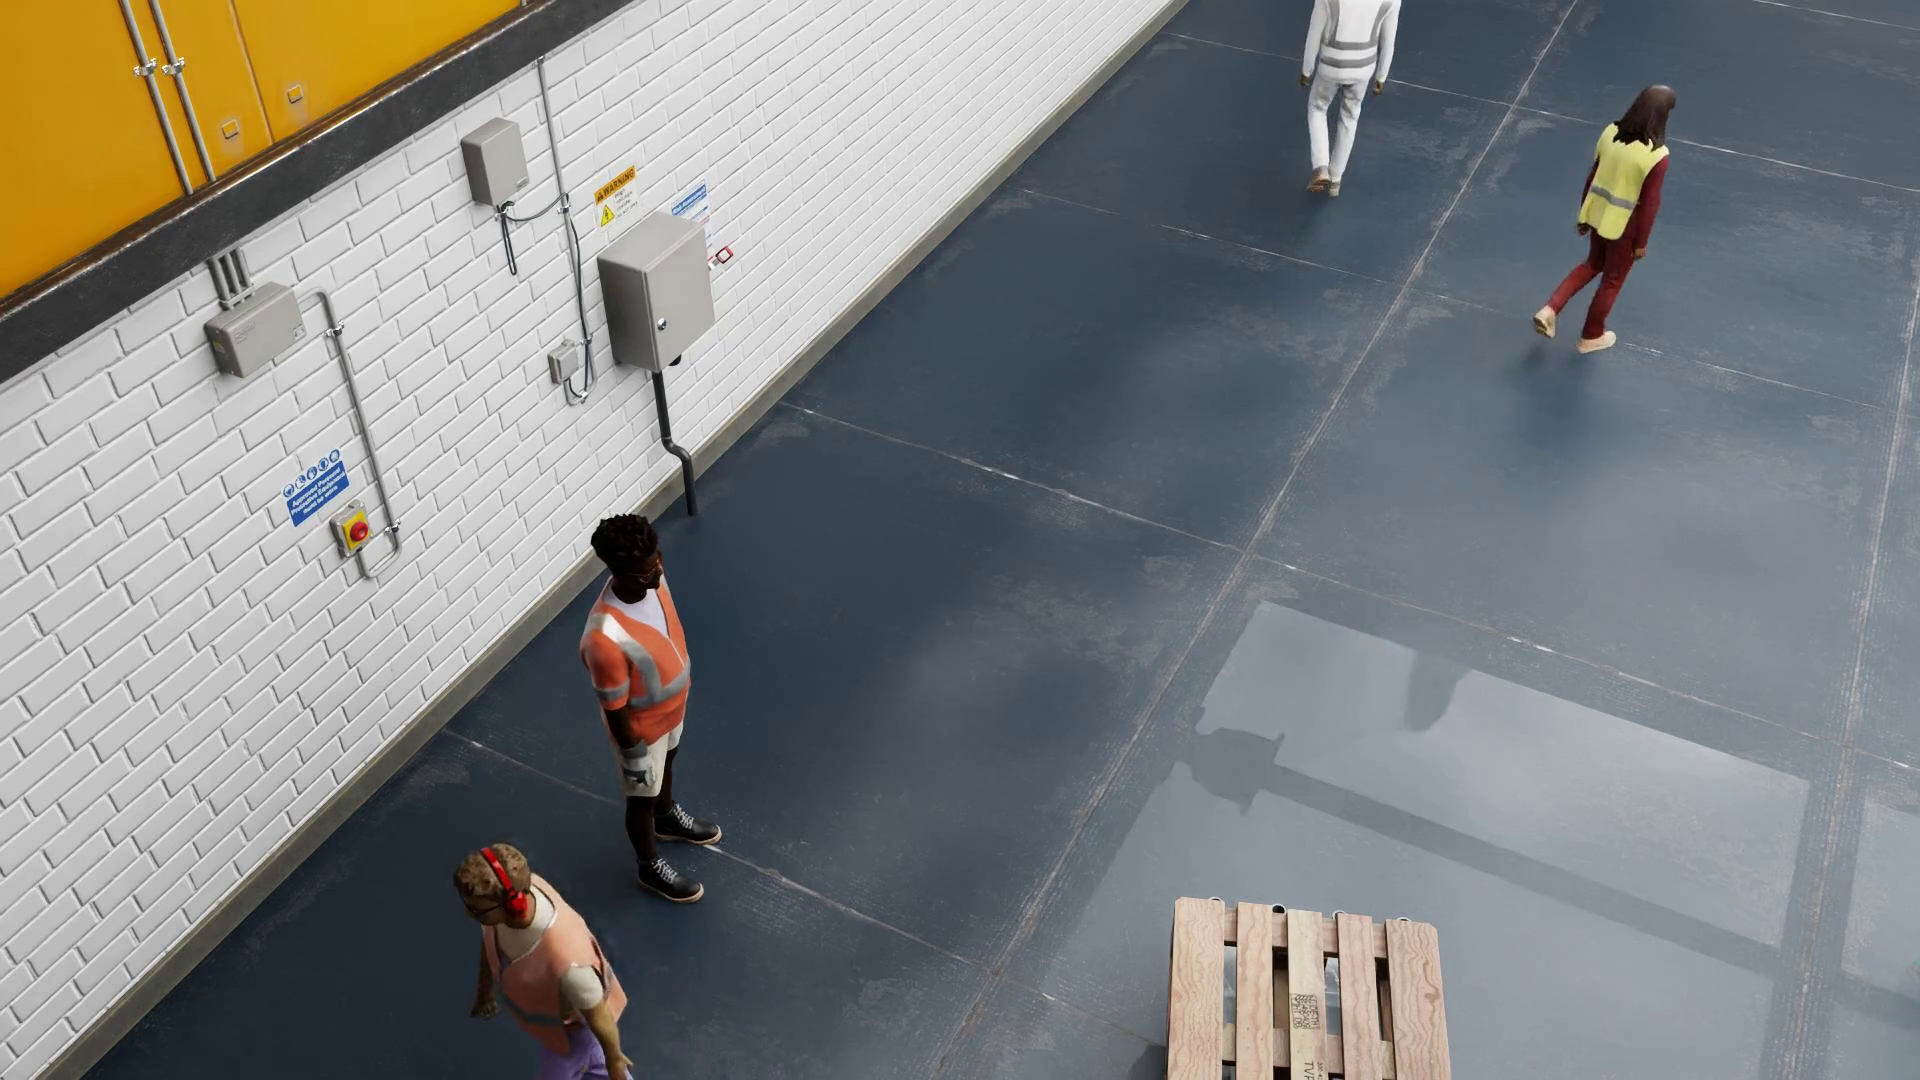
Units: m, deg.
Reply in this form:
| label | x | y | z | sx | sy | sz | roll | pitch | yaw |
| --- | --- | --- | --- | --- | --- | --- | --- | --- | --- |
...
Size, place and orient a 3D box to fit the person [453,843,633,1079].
| label | x | y | z | sx | sy | sz | roll | pitch | yaw |
| --- | --- | --- | --- | --- | --- | --- | --- | --- | --- |
| person | -1.474 | 1.690 | 5.689 | 0.805 | 1.813 | 0.595 | -29 | 48 | -29 |

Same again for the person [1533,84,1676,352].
| label | x | y | z | sx | sy | sz | roll | pitch | yaw |
| --- | --- | --- | --- | --- | --- | --- | --- | --- | --- |
| person | 3.847 | -1.858 | 9.854 | 0.509 | 1.755 | 0.468 | -16 | 43 | -18 |

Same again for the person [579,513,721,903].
| label | x | y | z | sx | sy | sz | roll | pitch | yaw |
| --- | --- | --- | --- | --- | --- | --- | --- | --- | --- |
| person | -1.260 | 0.675 | 6.757 | 0.368 | 1.966 | 0.600 | 7 | 41 | 8 |

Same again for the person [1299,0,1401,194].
| label | x | y | z | sx | sy | sz | roll | pitch | yaw |
| --- | --- | --- | --- | --- | --- | --- | --- | --- | --- |
| person | 2.627 | -3.196 | 11.319 | 0.598 | 1.864 | 0.485 | 3 | 41 | 3 |
